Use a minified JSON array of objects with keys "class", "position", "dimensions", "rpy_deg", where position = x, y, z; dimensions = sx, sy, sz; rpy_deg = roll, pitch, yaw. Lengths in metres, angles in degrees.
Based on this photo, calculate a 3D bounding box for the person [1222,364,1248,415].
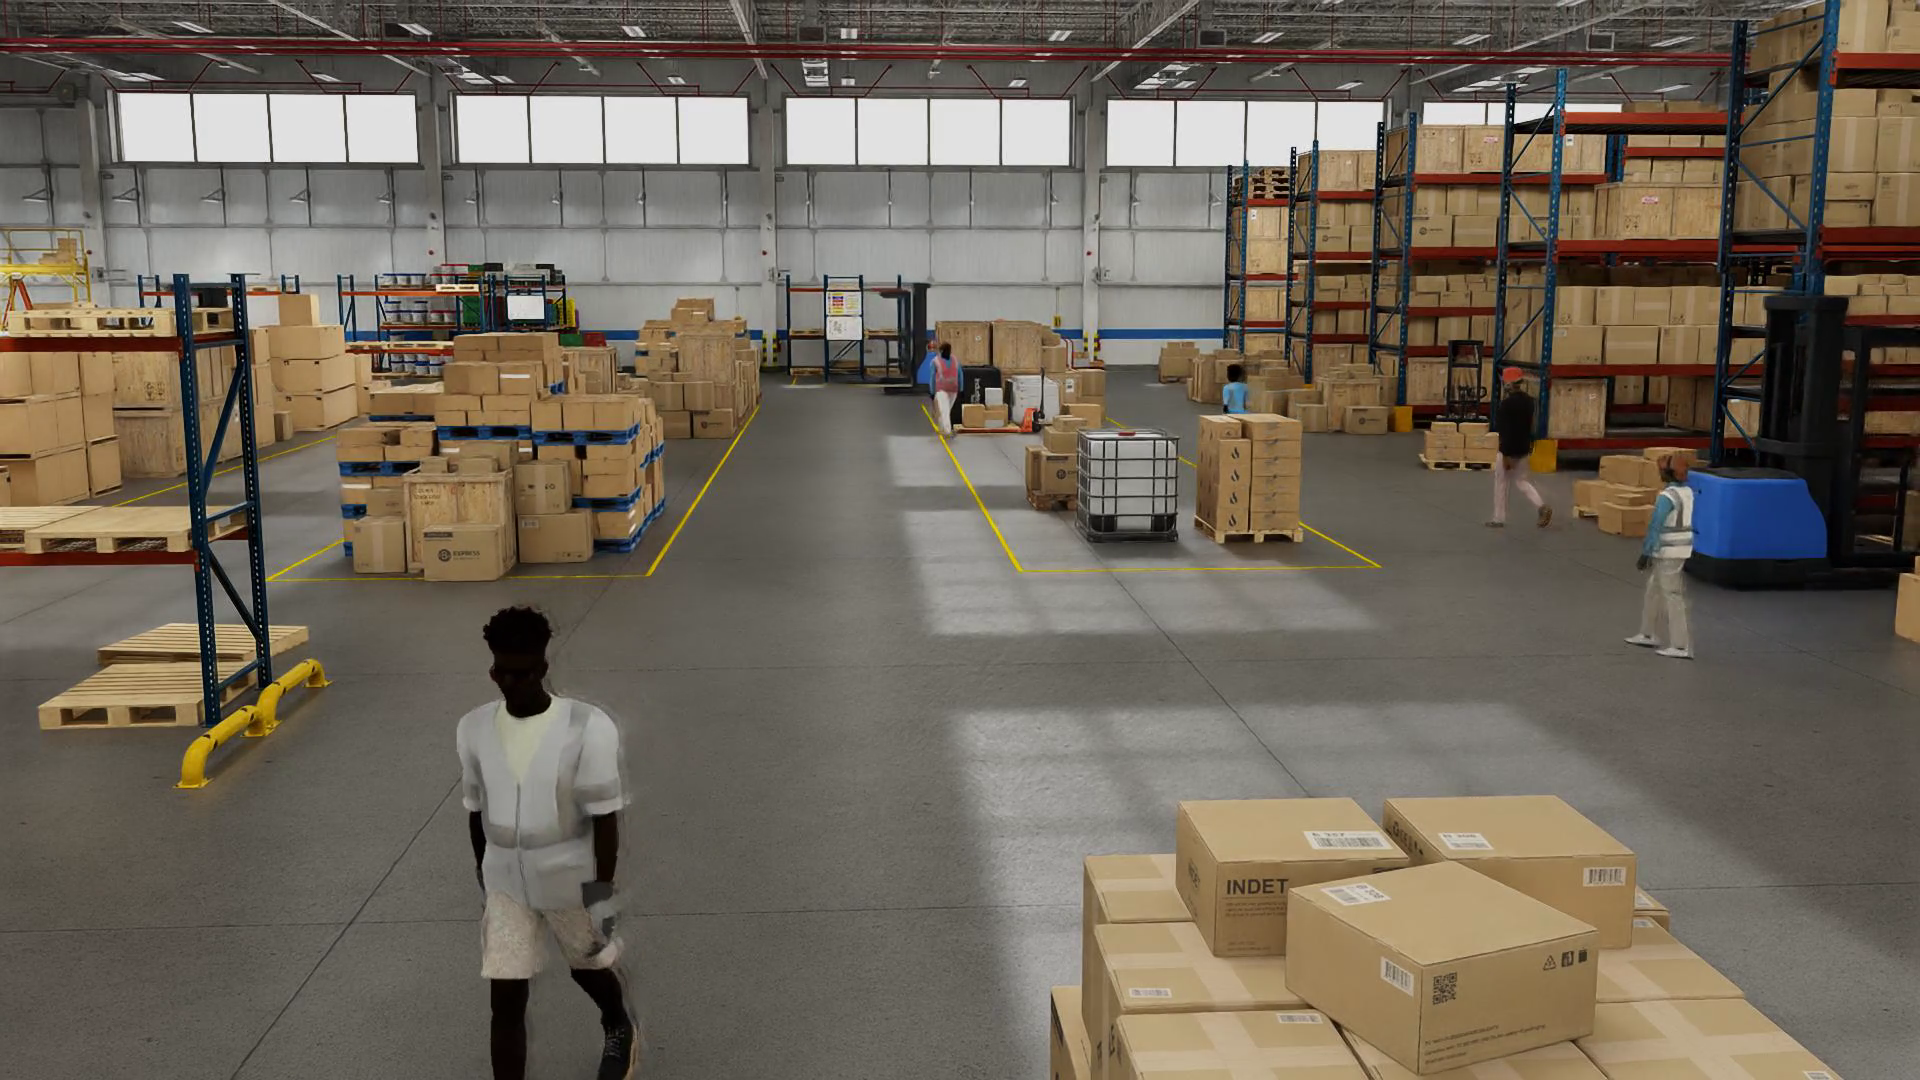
[{"class":"person","position":[4.267,-1.864,25.529],"dimensions":[0.540,1.678,0.702],"rpy_deg":[-7,11,-38]}]

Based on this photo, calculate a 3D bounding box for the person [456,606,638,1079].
[{"class":"person","position":[-1.426,1.153,5.814],"dimensions":[0.625,1.930,0.984],"rpy_deg":[1,9,8]}]

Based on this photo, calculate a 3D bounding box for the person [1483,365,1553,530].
[{"class":"person","position":[6.576,-1.064,19.551],"dimensions":[0.616,1.975,0.769],"rpy_deg":[-6,11,-32]}]

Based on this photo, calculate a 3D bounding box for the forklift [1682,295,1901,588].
[{"class":"forklift","position":[8.148,-0.995,16.278],"dimensions":[1.873,2.768,1.129],"rpy_deg":[-1,9,-4]}]

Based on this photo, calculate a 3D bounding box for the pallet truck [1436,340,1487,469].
[{"class":"pallet truck","position":[8.004,-2.170,26.422],"dimensions":[0.823,1.965,1.885],"rpy_deg":[2,9,14]}]

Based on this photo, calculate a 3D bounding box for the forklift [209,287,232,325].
[{"class":"forklift","position":[-16.849,-4.453,37.988],"dimensions":[1.873,2.768,1.129],"rpy_deg":[-5,10,-30]}]

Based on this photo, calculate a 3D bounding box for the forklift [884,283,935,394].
[{"class":"forklift","position":[-0.989,-5.102,42.064],"dimensions":[1.873,2.768,1.129],"rpy_deg":[-1,9,-4]}]

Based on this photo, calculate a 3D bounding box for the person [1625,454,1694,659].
[{"class":"person","position":[5.551,0.121,13.242],"dimensions":[0.681,1.616,0.519],"rpy_deg":[8,12,41]}]

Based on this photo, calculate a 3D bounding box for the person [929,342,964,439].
[{"class":"person","position":[-0.273,-2.795,31.015],"dimensions":[0.616,1.793,0.993],"rpy_deg":[-5,10,-27]}]
